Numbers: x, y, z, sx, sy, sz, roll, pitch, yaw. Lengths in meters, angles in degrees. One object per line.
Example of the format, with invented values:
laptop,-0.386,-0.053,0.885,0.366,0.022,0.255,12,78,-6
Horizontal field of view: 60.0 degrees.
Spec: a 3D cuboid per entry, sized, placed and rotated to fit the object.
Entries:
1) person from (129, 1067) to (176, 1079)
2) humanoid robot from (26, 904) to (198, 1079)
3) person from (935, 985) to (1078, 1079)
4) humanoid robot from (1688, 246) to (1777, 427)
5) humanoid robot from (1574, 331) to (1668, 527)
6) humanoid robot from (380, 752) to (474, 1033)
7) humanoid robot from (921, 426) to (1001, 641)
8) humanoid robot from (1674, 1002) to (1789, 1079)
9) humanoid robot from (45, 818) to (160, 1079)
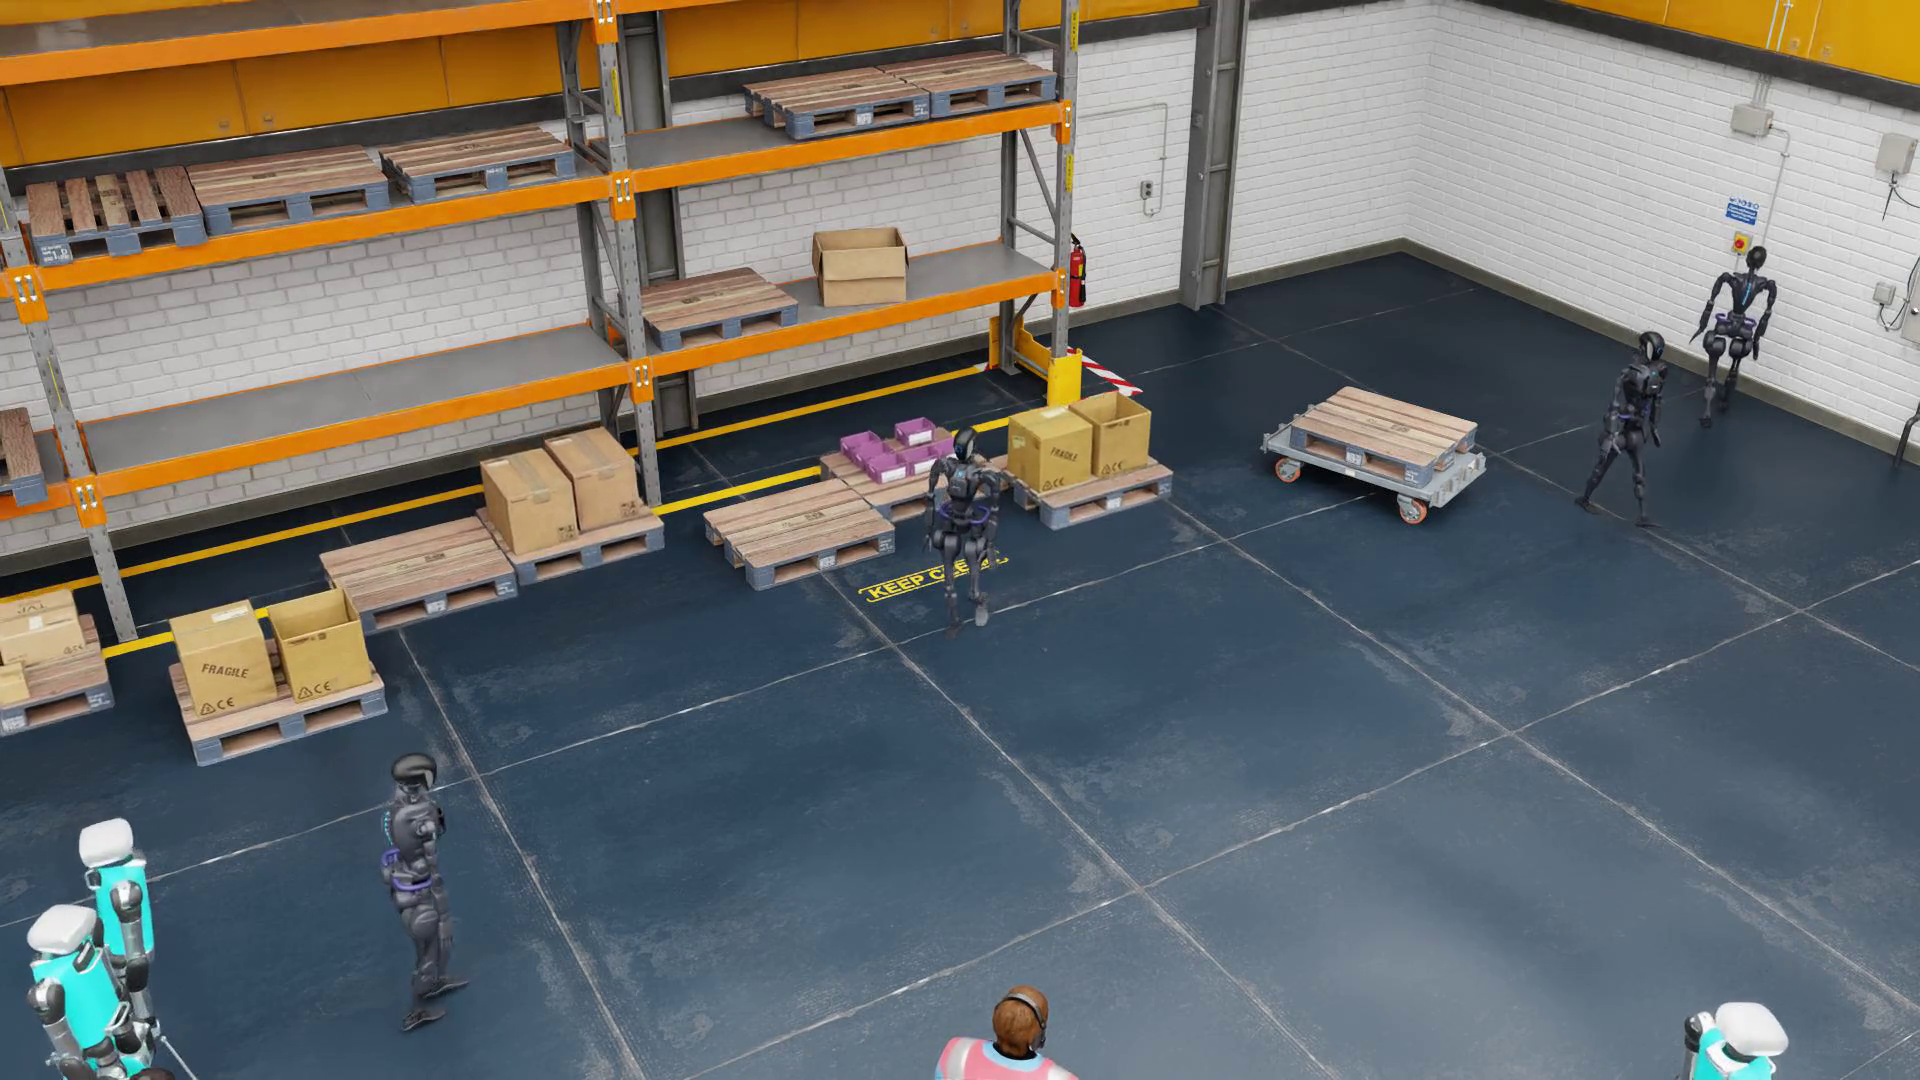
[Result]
person,-2.929,2.796,6.402,0.535,1.870,0.416,-8,30,-14
humanoid robot,-3.520,2.370,7.340,0.722,1.841,0.558,-3,30,-5
person,0.213,2.564,6.853,0.629,1.836,0.431,11,31,19
humanoid robot,6.872,-1.872,14.887,0.610,1.636,0.684,7,30,13
humanoid robot,5.302,-0.857,13.092,0.600,1.623,0.773,-13,32,-22
humanoid robot,-2.759,1.768,8.423,0.522,1.634,0.601,-19,34,-30
humanoid robot,0.021,-0.065,11.652,0.584,1.642,0.441,11,31,18
humanoid robot,3.246,2.627,6.894,0.650,1.860,0.538,-8,30,-13
humanoid robot,-4.000,2.150,7.695,0.766,1.791,0.556,-18,34,-28
